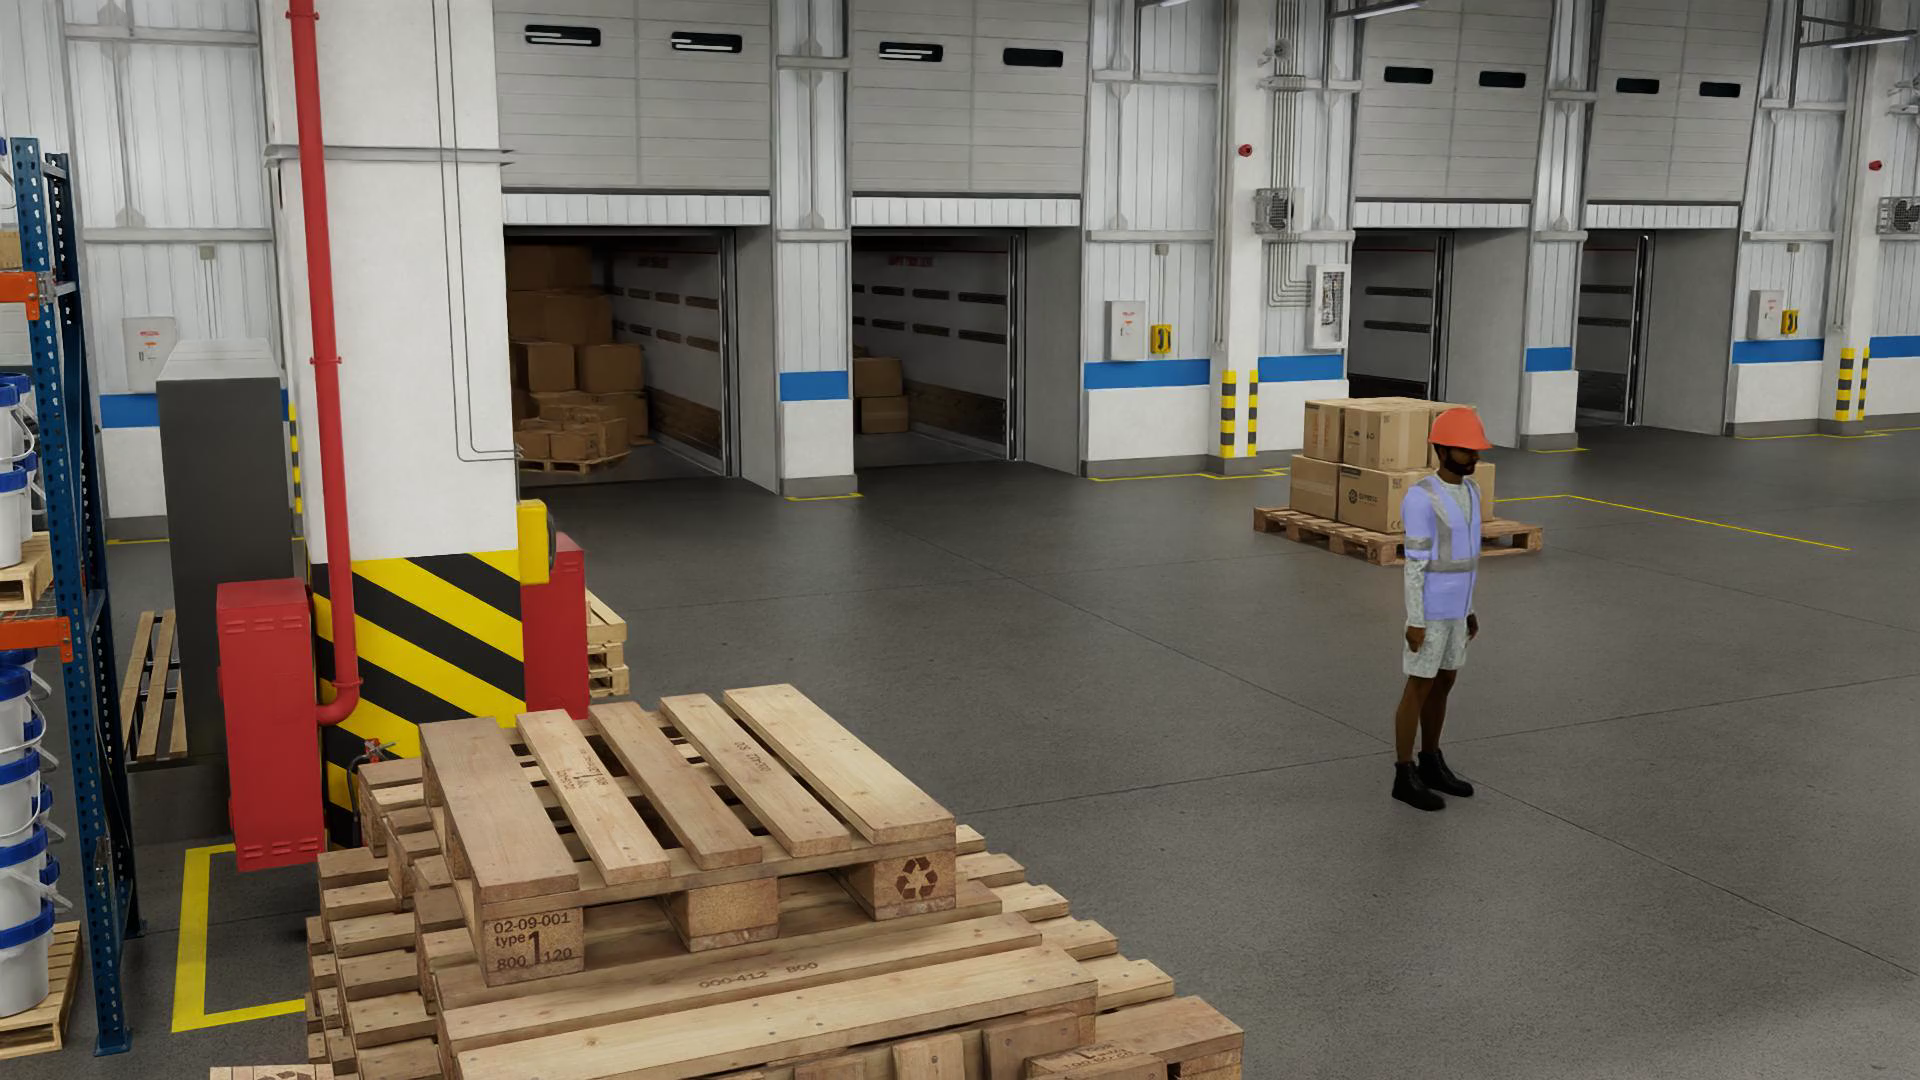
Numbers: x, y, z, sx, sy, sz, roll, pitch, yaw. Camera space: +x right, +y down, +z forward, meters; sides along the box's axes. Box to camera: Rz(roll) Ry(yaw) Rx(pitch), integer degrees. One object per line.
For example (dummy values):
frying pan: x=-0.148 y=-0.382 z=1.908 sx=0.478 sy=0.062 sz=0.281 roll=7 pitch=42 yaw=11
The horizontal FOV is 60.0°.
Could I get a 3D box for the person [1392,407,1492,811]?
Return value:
person: x=2.341 y=0.323 z=8.008 sx=0.548 sy=1.937 sz=0.379 roll=-9 pitch=14 yaw=-42
